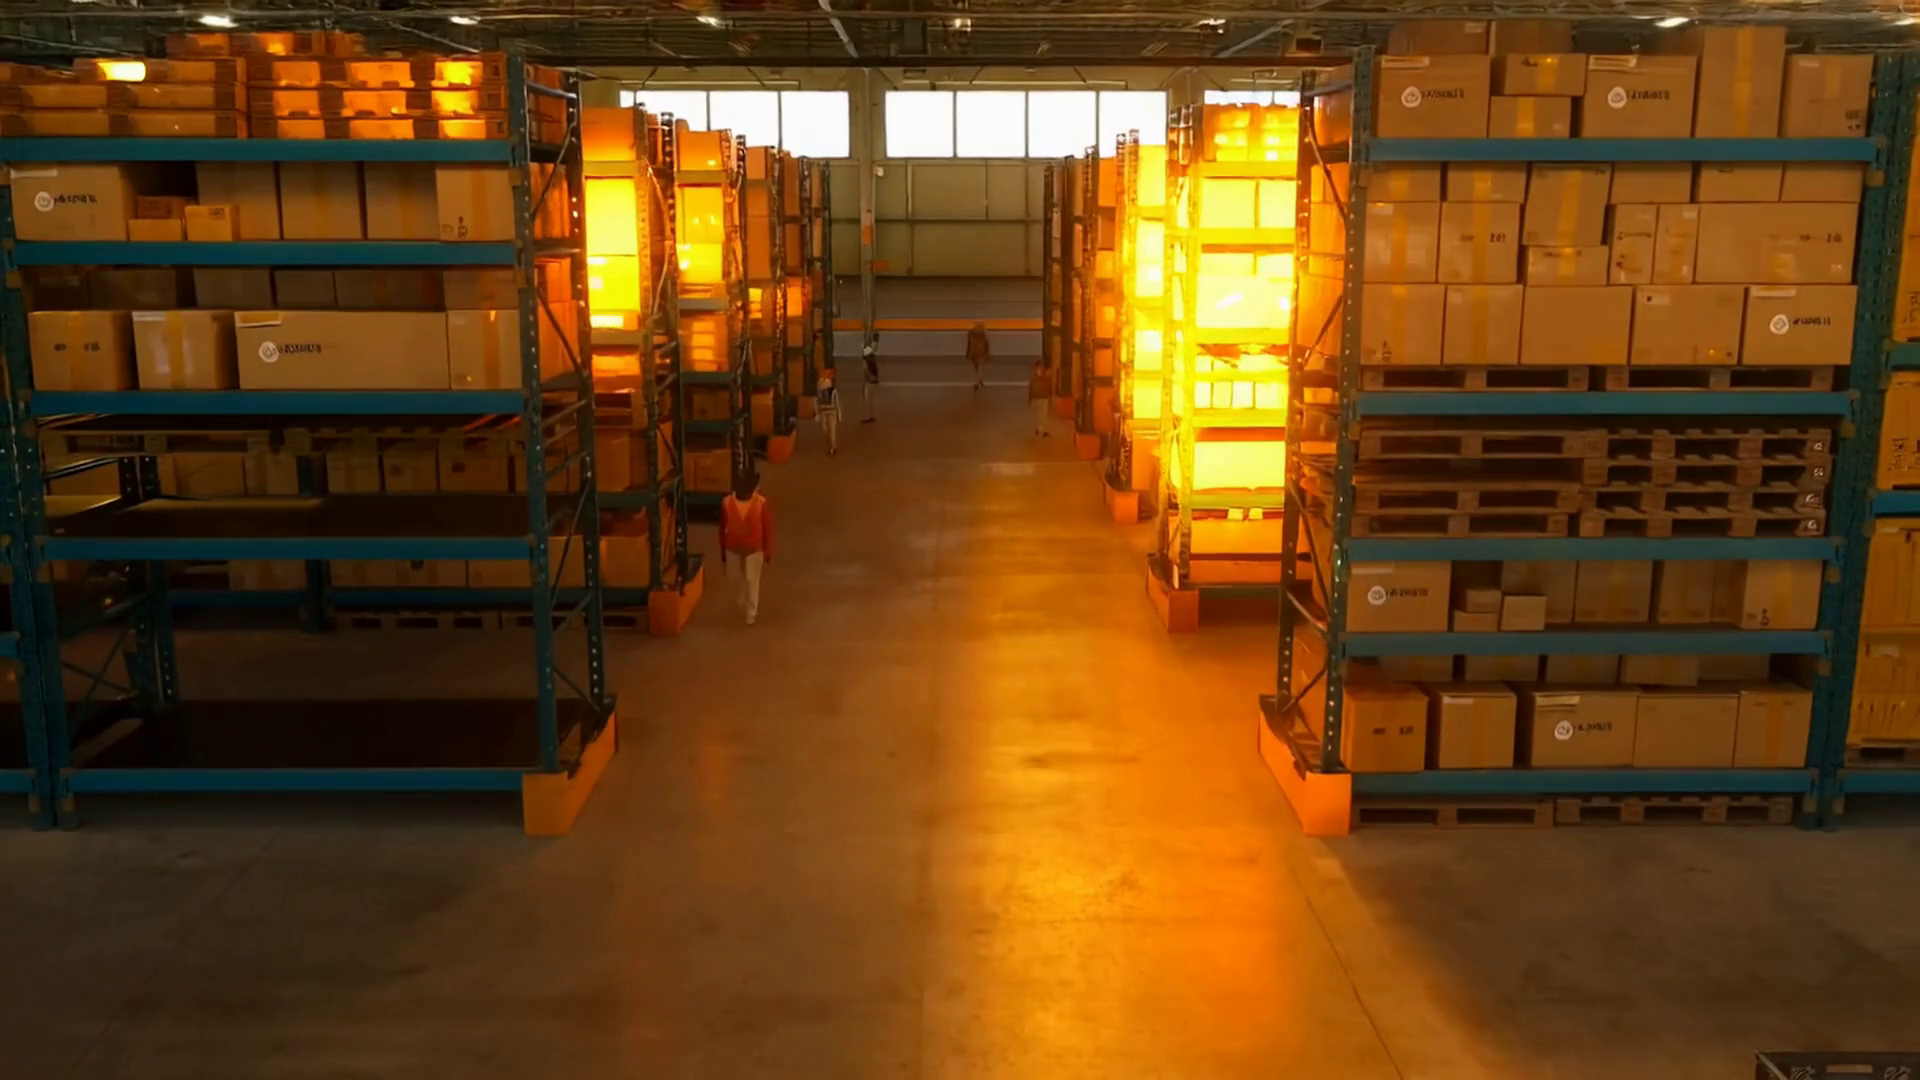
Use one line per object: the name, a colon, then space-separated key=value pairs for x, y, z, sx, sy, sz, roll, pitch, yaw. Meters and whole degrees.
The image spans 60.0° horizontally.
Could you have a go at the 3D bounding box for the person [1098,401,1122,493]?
person: x=2.707 y=-1.620 z=28.859 sx=0.560 sy=1.617 sz=0.535 roll=-1 pitch=11 yaw=-4

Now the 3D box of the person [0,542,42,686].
person: x=-9.804 y=0.561 z=17.347 sx=0.408 sy=1.908 sz=0.641 roll=-9 pitch=15 yaw=-39

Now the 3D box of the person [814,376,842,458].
person: x=-2.614 y=-2.425 z=32.853 sx=0.543 sy=1.608 sz=0.722 roll=0 pitch=11 yaw=-1

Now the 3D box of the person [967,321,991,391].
person: x=0.514 y=-4.977 z=44.901 sx=0.652 sy=1.864 sz=0.997 roll=5 pitch=13 yaw=24

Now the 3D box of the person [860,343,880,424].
person: x=-2.052 y=-3.582 z=38.054 sx=0.410 sy=1.838 sz=0.592 roll=4 pitch=12 yaw=21

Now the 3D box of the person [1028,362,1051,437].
person: x=1.717 y=-3.007 z=35.790 sx=0.508 sy=1.603 sz=0.788 roll=0 pitch=11 yaw=-2

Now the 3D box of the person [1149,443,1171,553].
person: x=2.871 y=-0.604 z=23.848 sx=0.308 sy=1.625 sz=0.524 roll=-1 pitch=11 yaw=-6

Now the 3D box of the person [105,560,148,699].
person: x=-8.287 y=0.832 z=16.522 sx=0.318 sy=1.697 sz=0.535 roll=-11 pitch=16 yaw=-43

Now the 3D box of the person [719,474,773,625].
person: x=-2.544 y=0.111 z=19.797 sx=0.648 sy=1.821 sz=0.443 roll=0 pitch=11 yaw=0
